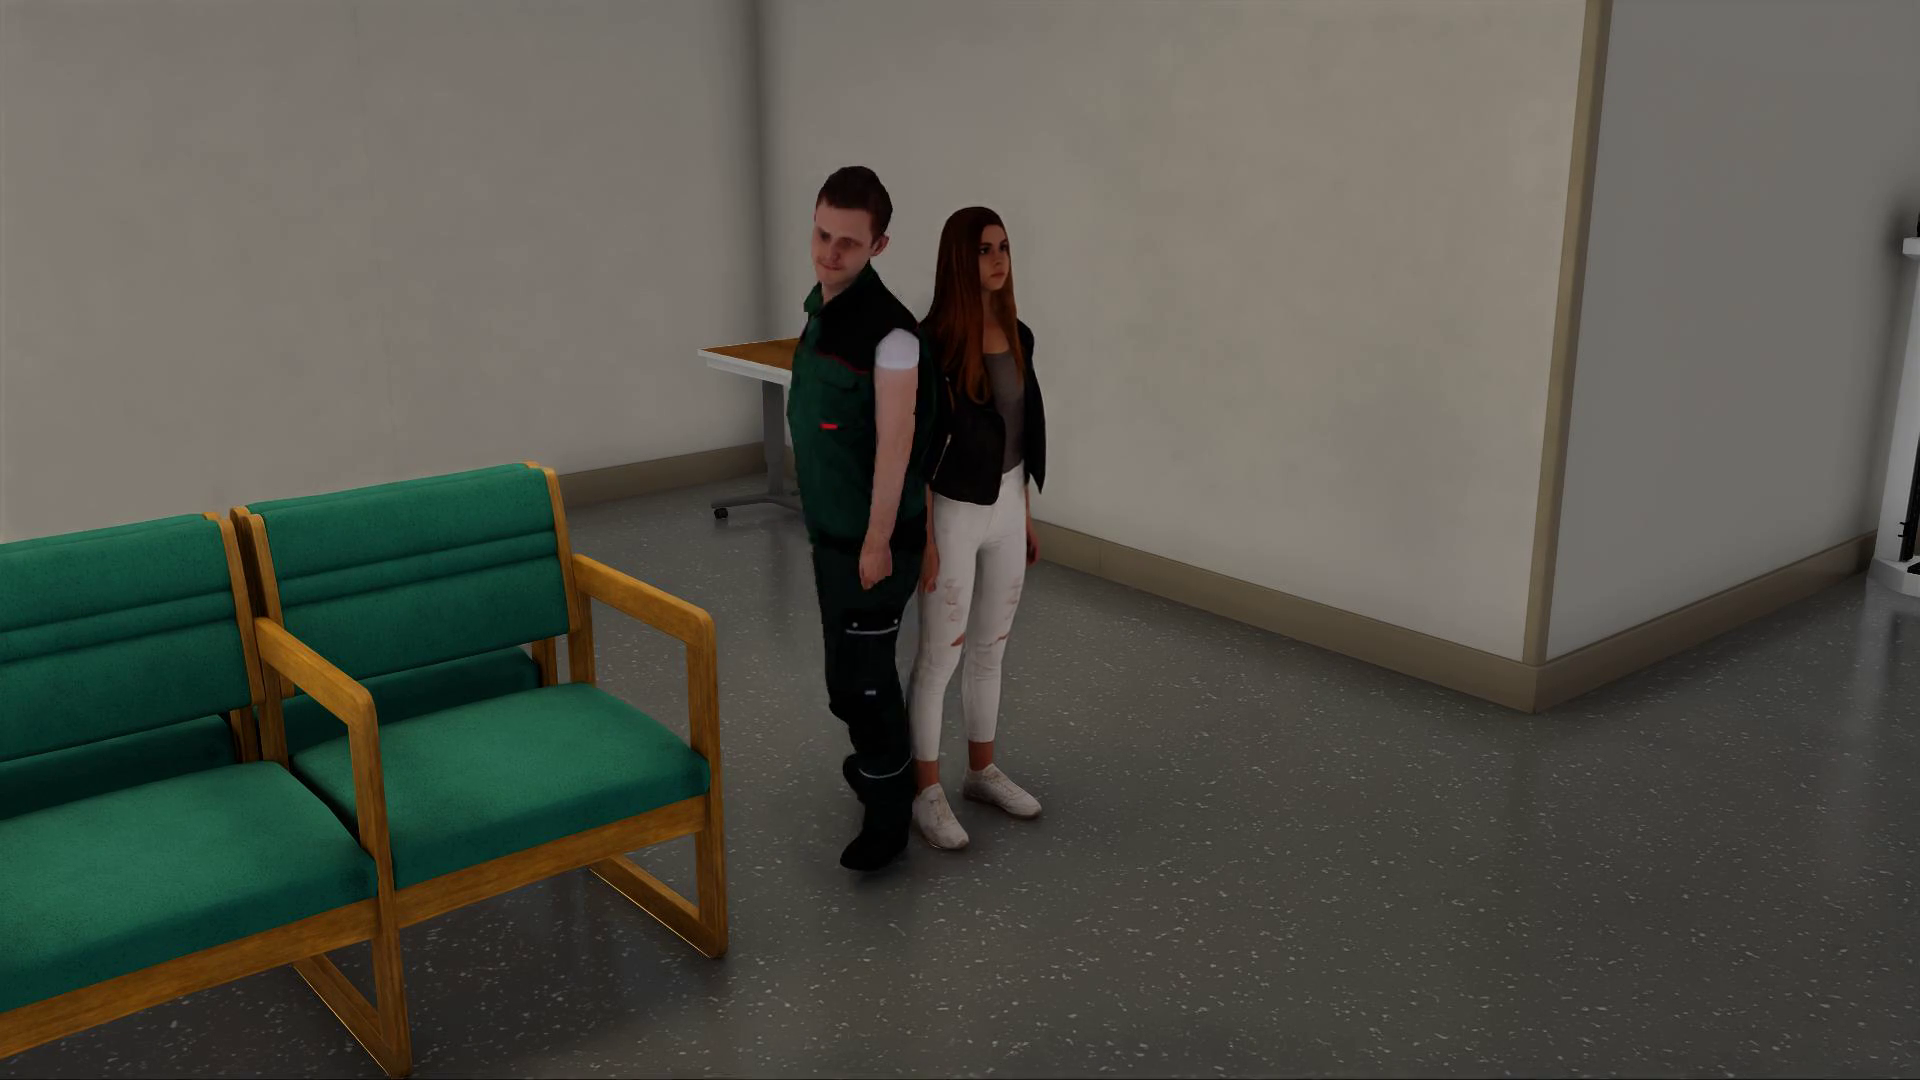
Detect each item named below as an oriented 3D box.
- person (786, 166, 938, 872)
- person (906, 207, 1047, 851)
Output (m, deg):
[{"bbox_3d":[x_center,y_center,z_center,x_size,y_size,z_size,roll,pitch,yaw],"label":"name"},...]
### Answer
[{"bbox_3d":[-0.237,-0.053,4.324,0.962,1.820,0.720,-2,16,-7],"label":"person"},{"bbox_3d":[0.025,-0.043,4.502,0.590,1.704,0.508,-13,20,-39],"label":"person"}]
